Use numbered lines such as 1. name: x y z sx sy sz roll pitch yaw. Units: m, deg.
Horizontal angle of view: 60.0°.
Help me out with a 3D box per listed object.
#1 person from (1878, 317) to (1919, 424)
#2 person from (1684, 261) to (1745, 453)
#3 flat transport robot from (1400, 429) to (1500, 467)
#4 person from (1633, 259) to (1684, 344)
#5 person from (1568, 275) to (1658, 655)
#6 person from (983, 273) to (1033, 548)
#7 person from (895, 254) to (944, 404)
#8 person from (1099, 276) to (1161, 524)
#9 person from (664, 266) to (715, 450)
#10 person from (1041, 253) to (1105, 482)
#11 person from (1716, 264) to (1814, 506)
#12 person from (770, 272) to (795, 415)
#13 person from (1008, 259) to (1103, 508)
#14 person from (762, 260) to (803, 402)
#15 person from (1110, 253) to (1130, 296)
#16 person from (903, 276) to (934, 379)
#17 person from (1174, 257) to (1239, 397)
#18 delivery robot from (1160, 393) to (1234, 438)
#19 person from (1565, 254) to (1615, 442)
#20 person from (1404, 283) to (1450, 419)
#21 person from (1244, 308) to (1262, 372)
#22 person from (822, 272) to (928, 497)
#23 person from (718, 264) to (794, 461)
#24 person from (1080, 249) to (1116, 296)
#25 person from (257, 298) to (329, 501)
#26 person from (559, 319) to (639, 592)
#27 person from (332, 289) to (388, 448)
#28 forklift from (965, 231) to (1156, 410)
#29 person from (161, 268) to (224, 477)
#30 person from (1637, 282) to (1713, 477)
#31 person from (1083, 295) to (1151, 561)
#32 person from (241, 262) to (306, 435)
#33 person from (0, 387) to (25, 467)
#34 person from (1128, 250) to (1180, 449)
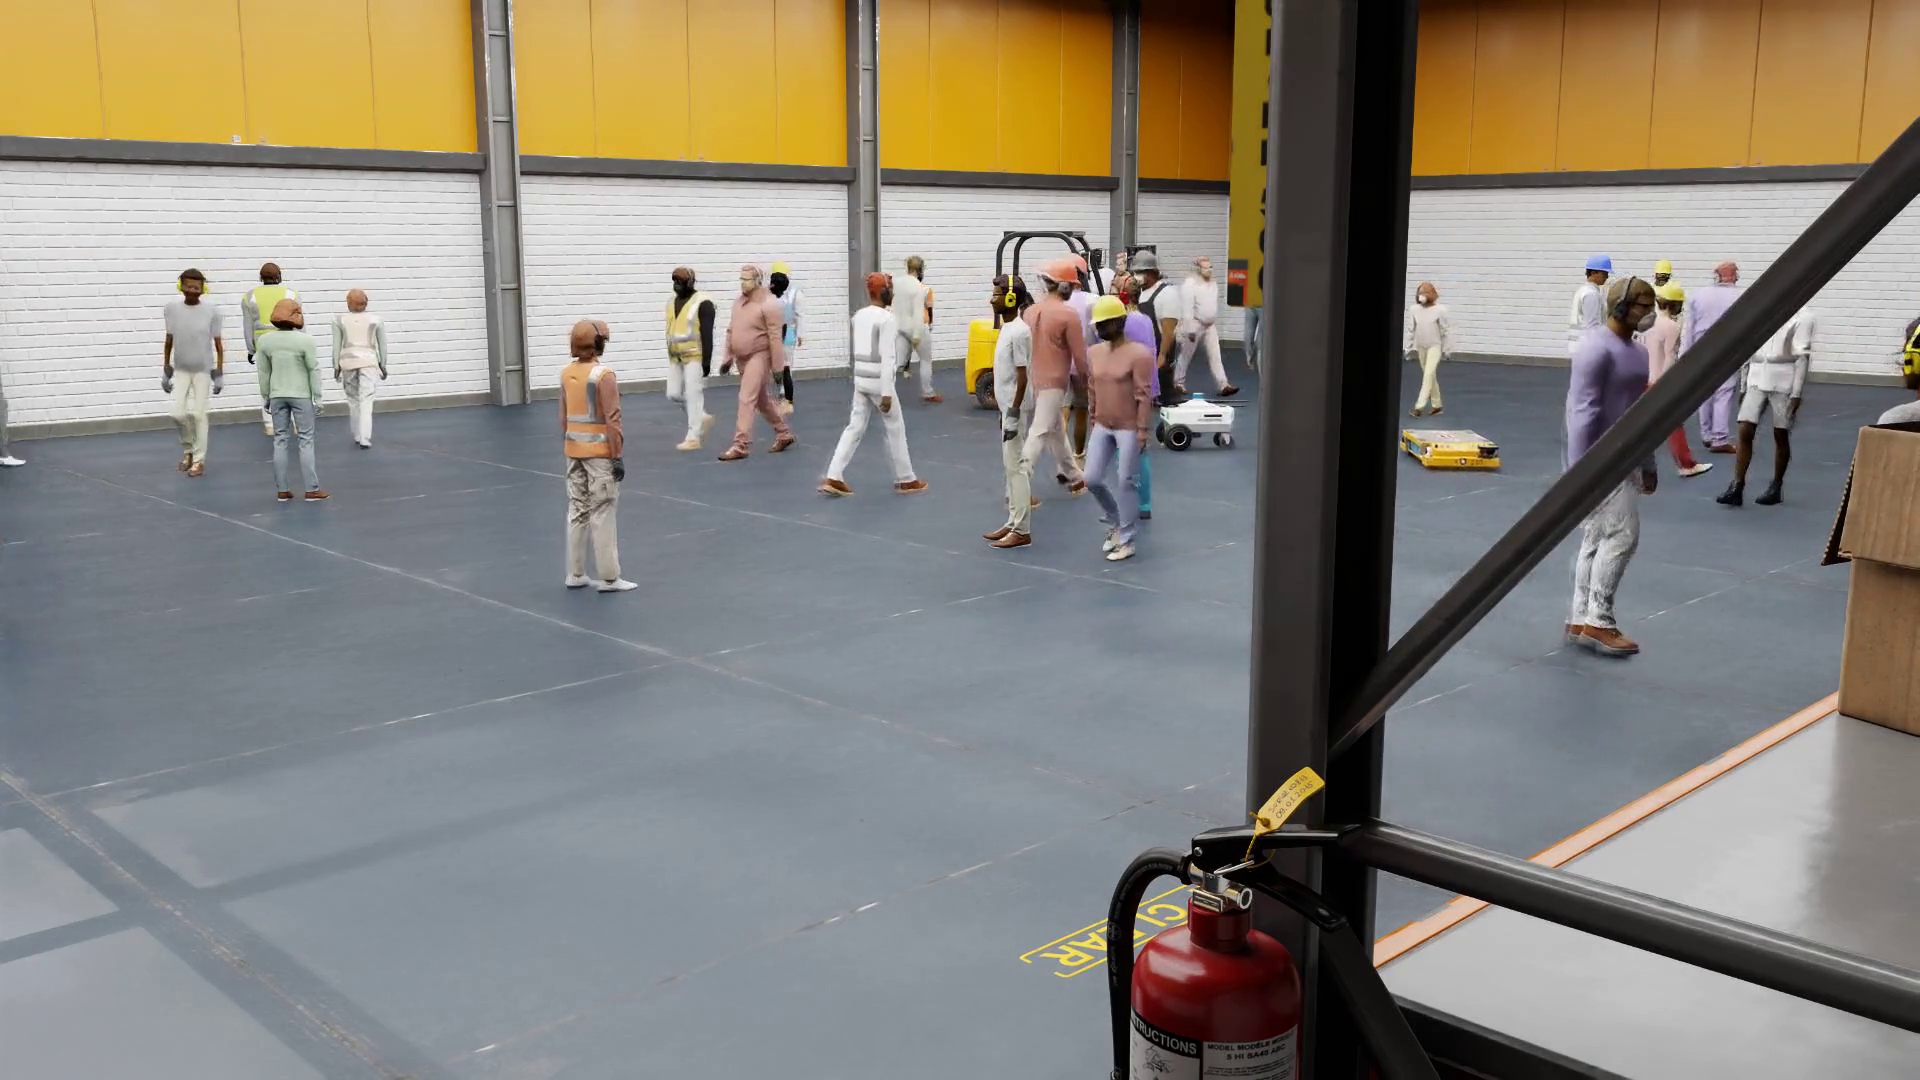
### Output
1. person: 3.442 0.123 5.986 0.540 1.861 0.328 -3 11 -17
2. person: 7.611 -1.812 16.495 0.763 1.866 0.732 -10 14 -43
3. flat transport robot: 4.635 -0.885 15.798 0.652 0.197 1.431 1 10 5
4. person: 9.008 -2.701 21.477 0.595 1.825 0.403 5 12 27
5. person: 3.400 -0.372 8.470 0.570 1.926 0.662 9 14 42
6. person: 0.337 -0.878 11.395 0.326 1.874 0.519 -1 10 -4
7. person: -0.668 -2.640 20.931 0.939 1.902 0.622 -8 13 -36
8. person: 1.283 -1.034 12.356 0.395 1.835 0.566 5 11 24
9. person: -2.679 -1.820 16.666 0.640 1.829 0.558 7 13 35
10. person: 0.982 -1.510 14.559 0.635 1.986 1.060 1 10 7
11. person: 6.278 -1.188 12.981 0.859 1.904 0.576 -8 13 -39
12. person: -2.133 -2.347 19.881 0.317 1.695 0.540 -1 10 -6
13. person: 0.779 -1.225 13.098 1.055 1.931 0.603 -7 12 -32
14. person: -2.291 -2.712 21.539 0.598 1.819 0.591 3 11 15
15. person: 2.171 -2.840 22.016 0.406 1.902 0.637 -7 13 -34
16. person: -0.643 -3.221 24.675 0.535 1.689 0.319 3 11 16
17. person: 3.228 -2.821 22.061 0.646 1.843 1.028 -8 13 -37
18. delivery robot: 2.375 -1.230 16.653 0.707 0.478 0.477 -1 10 -5
19. person: 6.402 -1.930 16.941 0.402 1.941 0.602 2 11 10
20. person: 5.488 -2.223 19.527 0.826 1.585 0.519 -9 14 -40
21. person: 3.224 -1.944 17.067 0.651 1.925 0.603 4 11 20
22. person: -0.722 -1.262 13.598 0.978 1.840 0.608 -8 13 -38
23. person: -1.968 -1.726 16.069 0.989 1.864 0.641 -9 13 -39
24. person: 2.198 -3.679 26.548 0.596 1.914 0.373 -1 10 -8
25. person: -5.370 -1.123 13.381 0.507 1.631 0.276 1 10 4
26. person: -2.203 -0.486 9.960 0.522 1.650 0.394 9 13 39
27. person: -6.077 -1.736 16.840 0.521 1.588 0.844 -2 11 -10
28. forklift: 1.222 -2.721 20.561 2.313 2.155 1.214 2 11 13
29. person: -6.794 -1.478 14.724 0.553 1.845 0.393 -2 11 -11
30. person: 6.172 -1.391 14.589 0.898 1.711 0.545 -2 11 -9
31. person: 1.025 -0.722 10.890 0.538 1.740 0.363 9 14 40
32. person: -7.327 -2.044 17.834 0.619 1.845 0.430 -3 11 -17
33. person: -8.937 -1.585 15.154 0.619 1.896 0.708 5 11 24
34. person: 1.858 -1.896 16.484 1.027 2.000 0.708 -10 14 -42
